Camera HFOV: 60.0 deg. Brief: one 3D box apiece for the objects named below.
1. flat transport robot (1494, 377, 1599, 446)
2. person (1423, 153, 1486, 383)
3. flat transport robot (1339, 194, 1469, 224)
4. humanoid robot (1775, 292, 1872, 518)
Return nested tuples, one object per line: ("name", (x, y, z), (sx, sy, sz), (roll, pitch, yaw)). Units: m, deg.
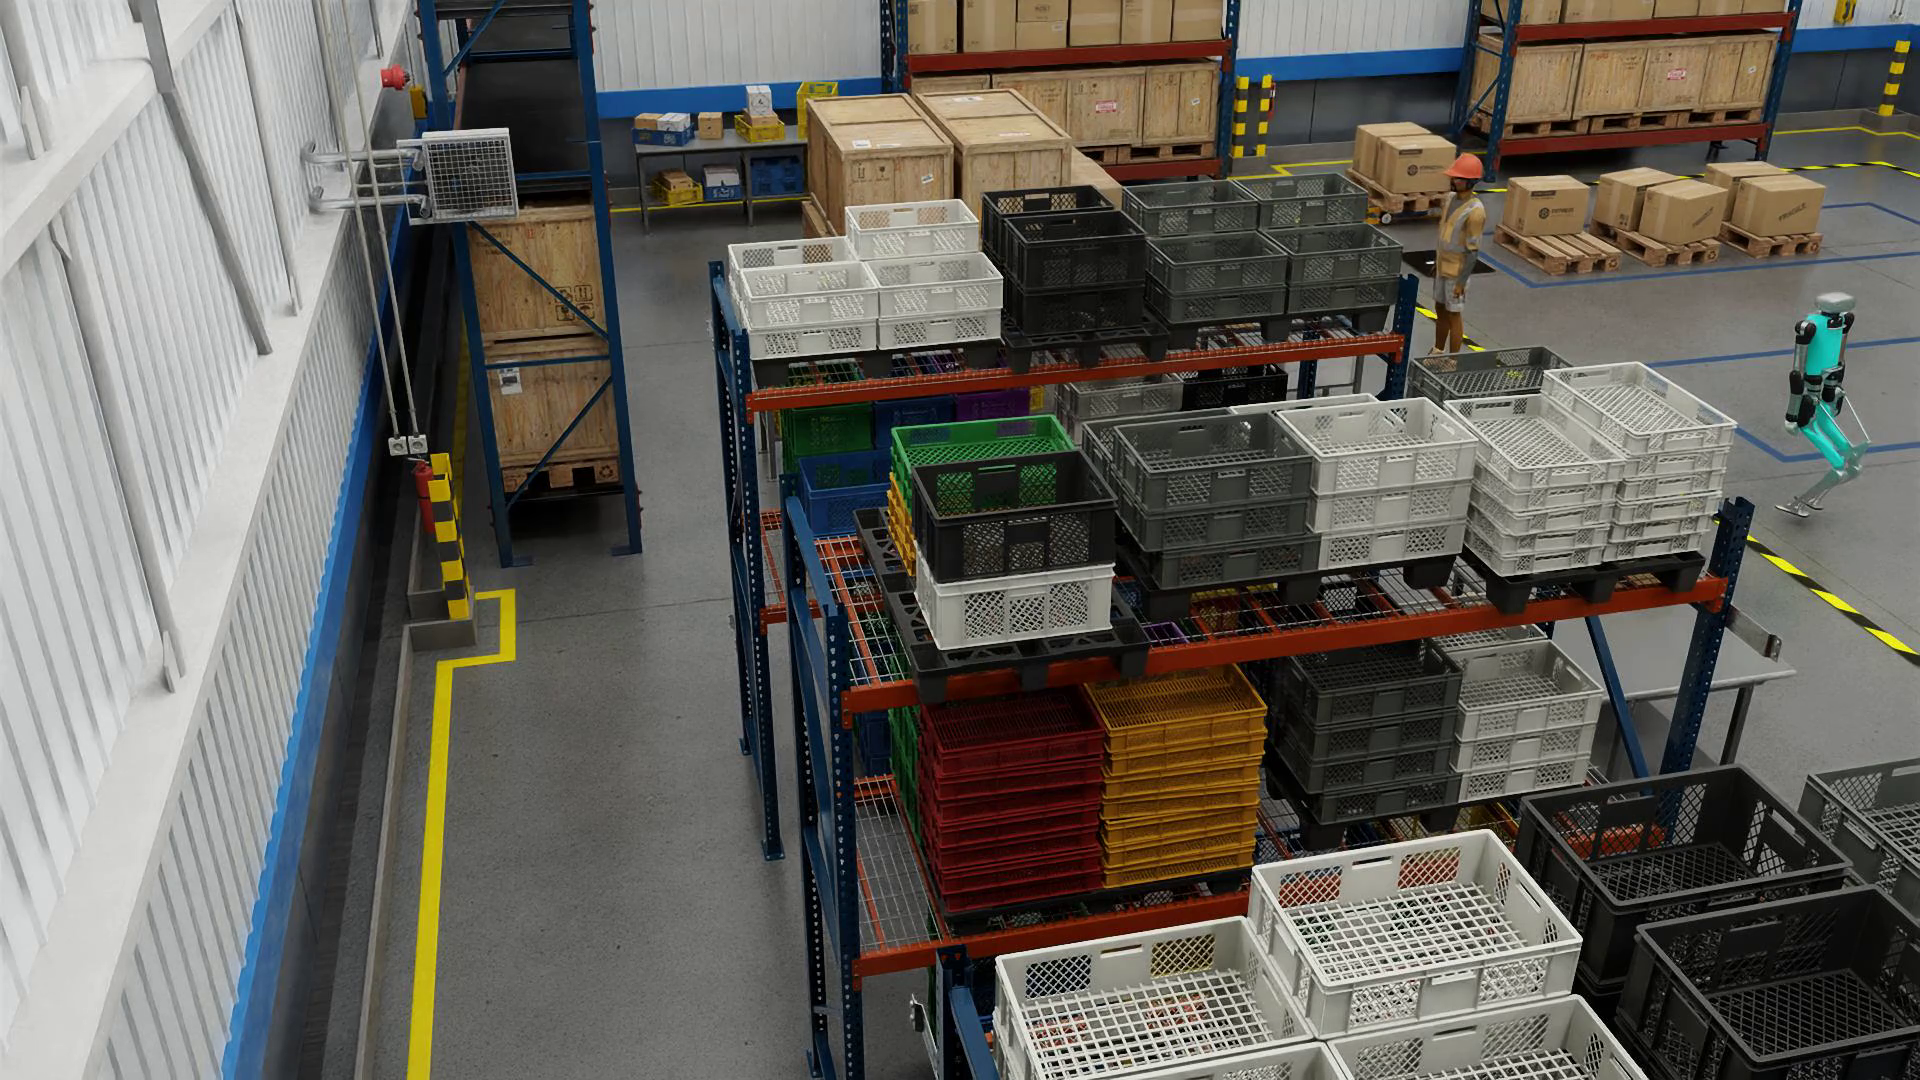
("flat transport robot", (4.780, -1.036, 14.013), (0.659, 0.231, 1.431), (-6, 28, -12))
("person", (4.336, -2.396, 14.688), (0.365, 2.048, 0.606), (-5, 28, -9))
("flat transport robot", (5.143, -3.915, 19.445), (1.431, 0.197, 0.652), (-6, 28, -12))
("humanoid robot", (6.371, -0.933, 12.103), (0.533, 1.672, 0.735), (-14, 31, -25))
